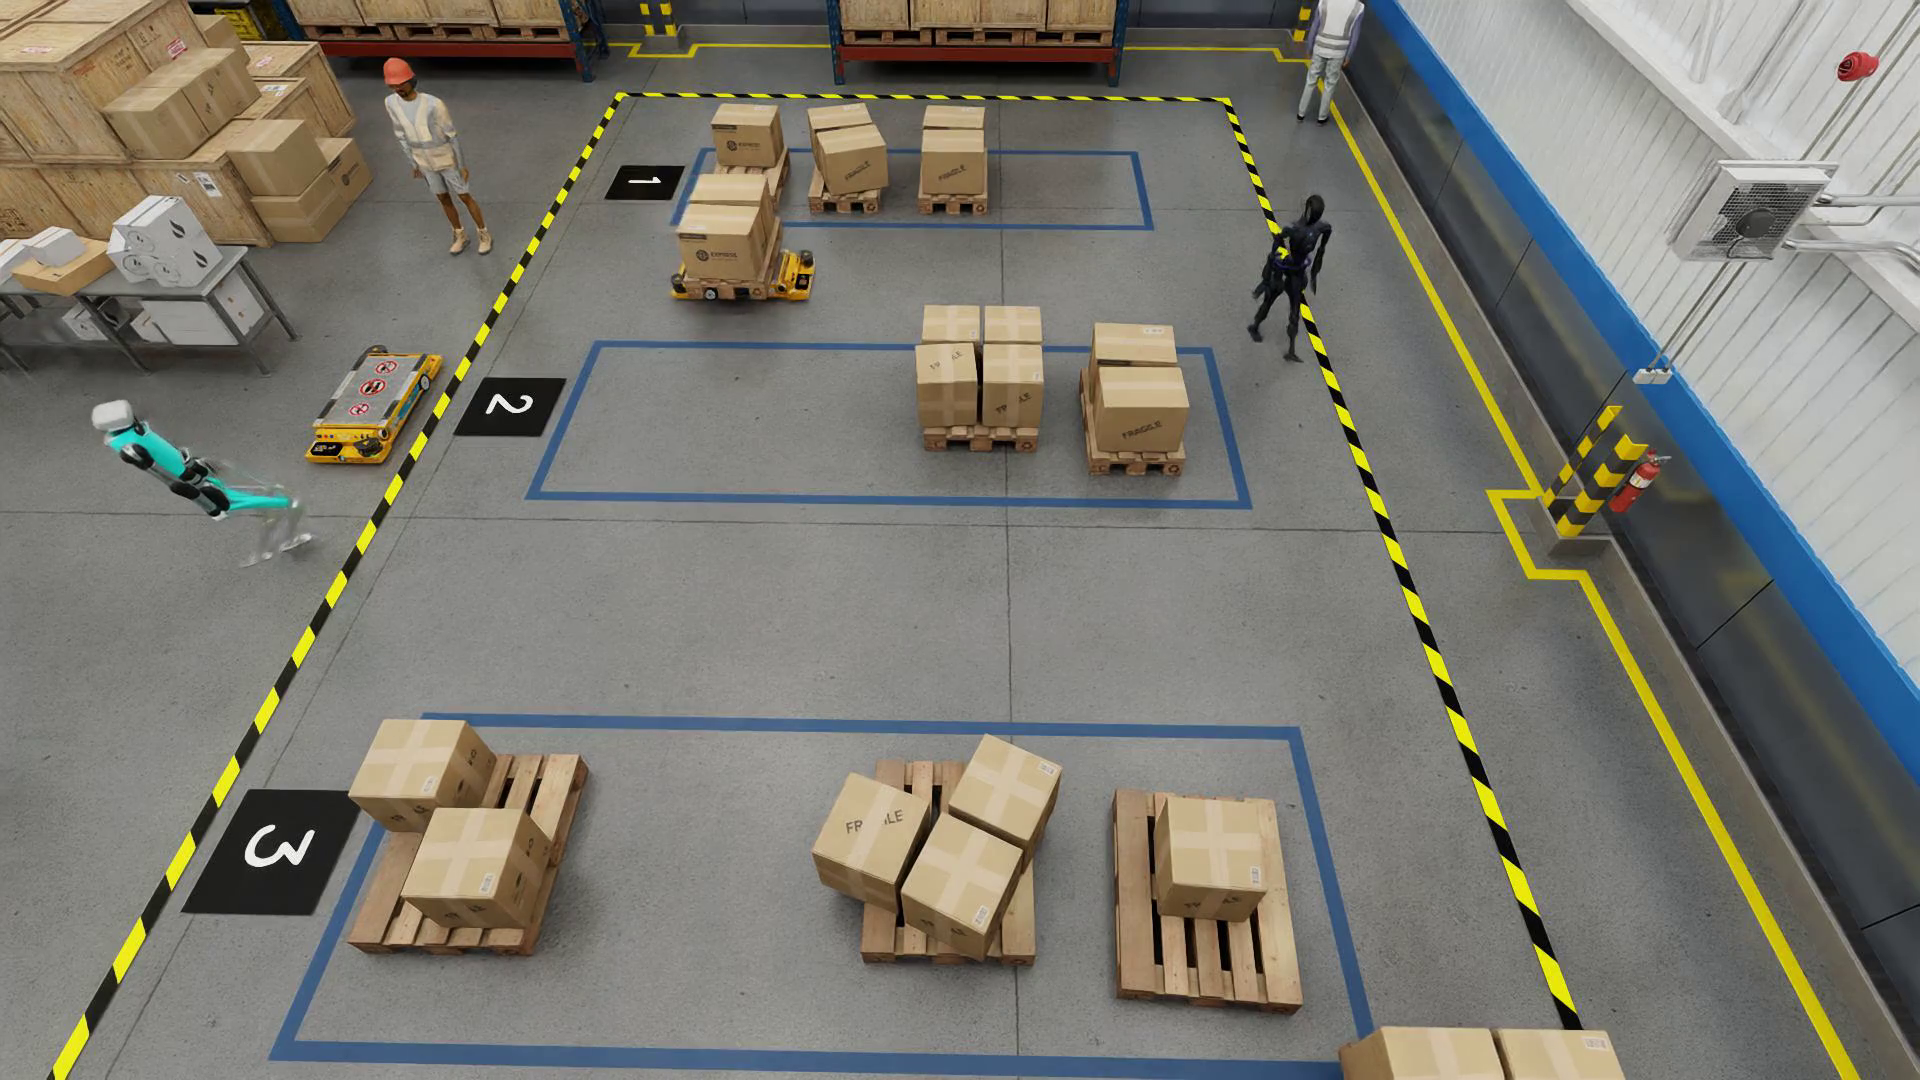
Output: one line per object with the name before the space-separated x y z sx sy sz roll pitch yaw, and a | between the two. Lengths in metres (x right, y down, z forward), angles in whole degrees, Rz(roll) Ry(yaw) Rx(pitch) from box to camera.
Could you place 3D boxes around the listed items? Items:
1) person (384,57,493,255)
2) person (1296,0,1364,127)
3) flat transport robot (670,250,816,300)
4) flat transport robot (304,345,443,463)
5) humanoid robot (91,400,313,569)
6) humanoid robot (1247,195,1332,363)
person | -5.446 -3.939 9.537 0.607 2.048 0.365 0 50 0
person | 4.680 -6.201 11.594 0.588 1.826 0.404 22 53 17
flat transport robot | -2.295 -2.835 9.747 1.431 0.197 0.652 1 50 1
flat transport robot | -5.383 -1.269 8.441 0.659 0.231 1.431 1 50 1
humanoid robot | -5.373 -0.425 6.767 0.819 1.770 0.557 -31 56 -24
humanoid robot | 3.075 -2.409 8.503 0.613 1.624 0.766 -9 50 -7
